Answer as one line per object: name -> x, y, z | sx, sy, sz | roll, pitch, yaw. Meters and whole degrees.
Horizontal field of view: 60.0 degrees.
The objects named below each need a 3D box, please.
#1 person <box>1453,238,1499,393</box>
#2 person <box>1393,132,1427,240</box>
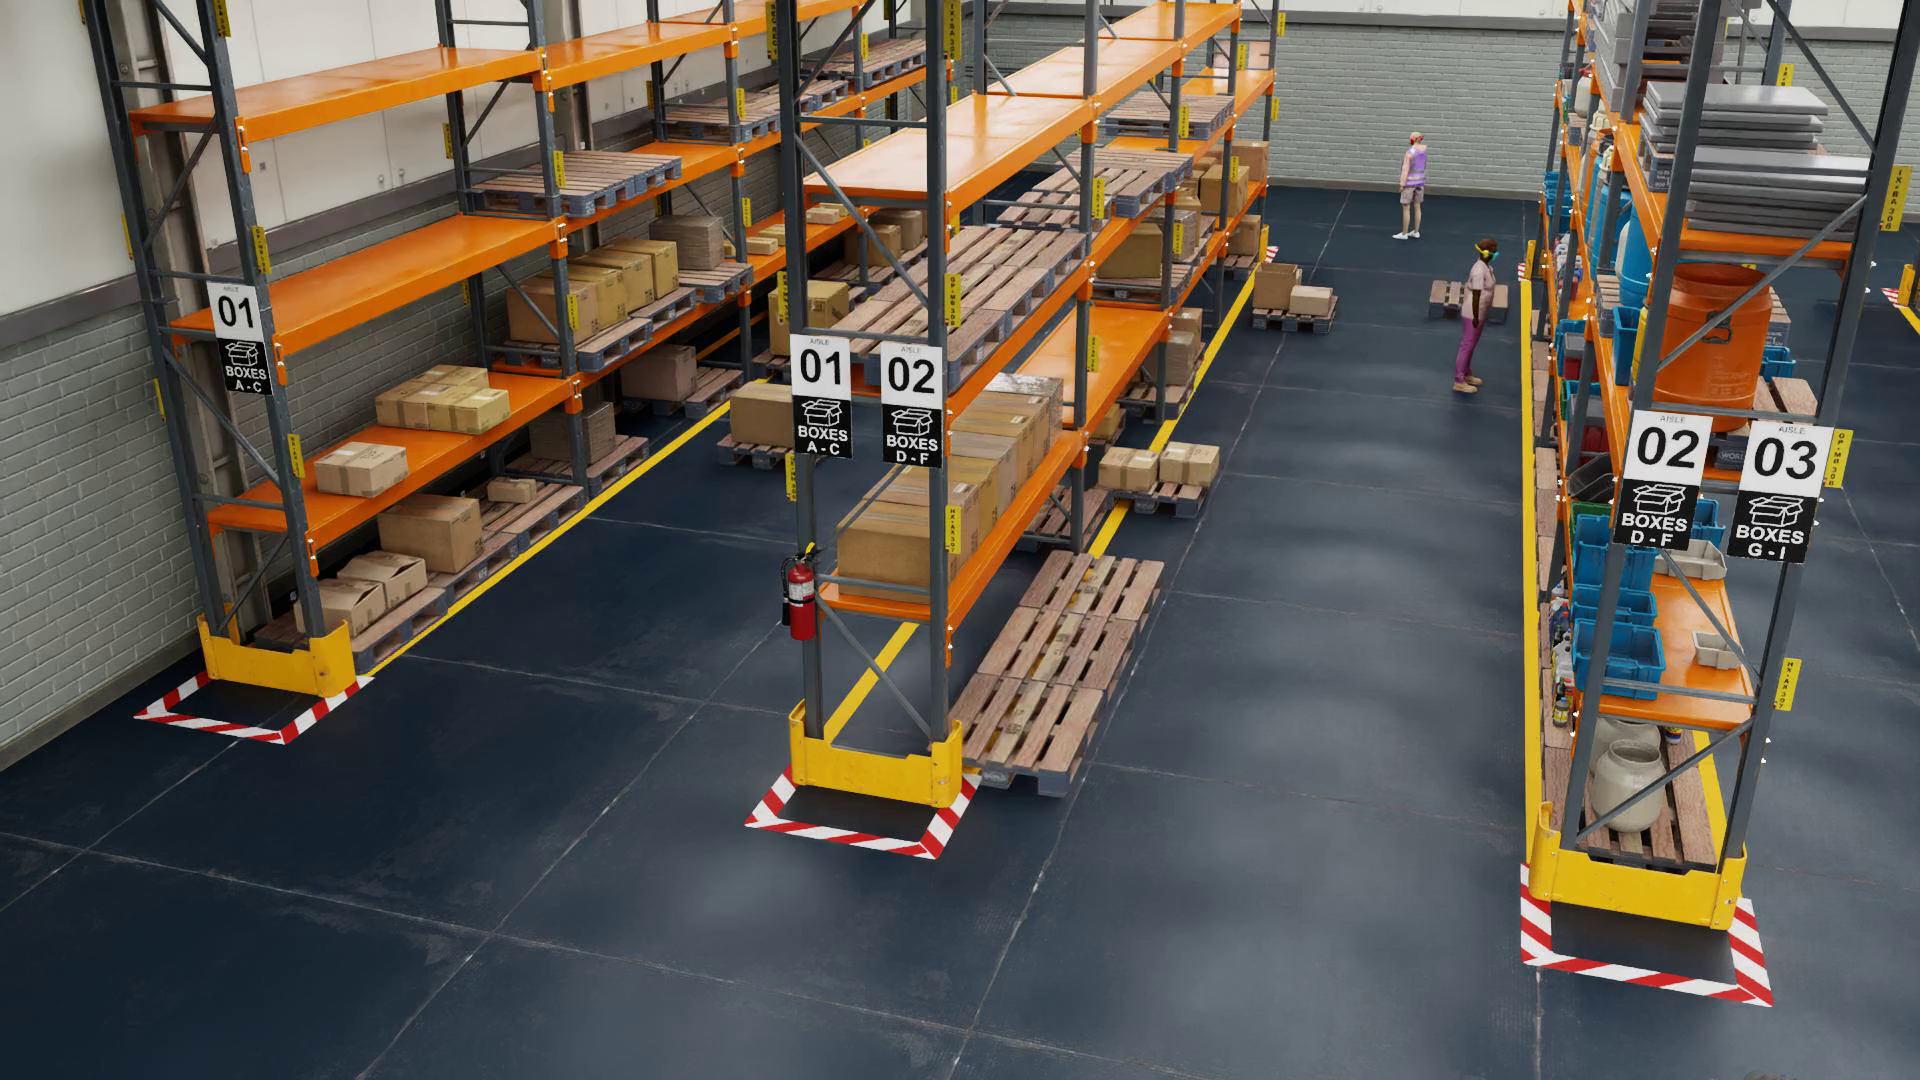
person -> 6.005, -2.621, 19.333 | 0.336, 1.795, 0.511 | 10, 25, 22
person -> 7.181, -5.621, 26.419 | 0.489, 1.688, 0.352 | -14, 27, -29
